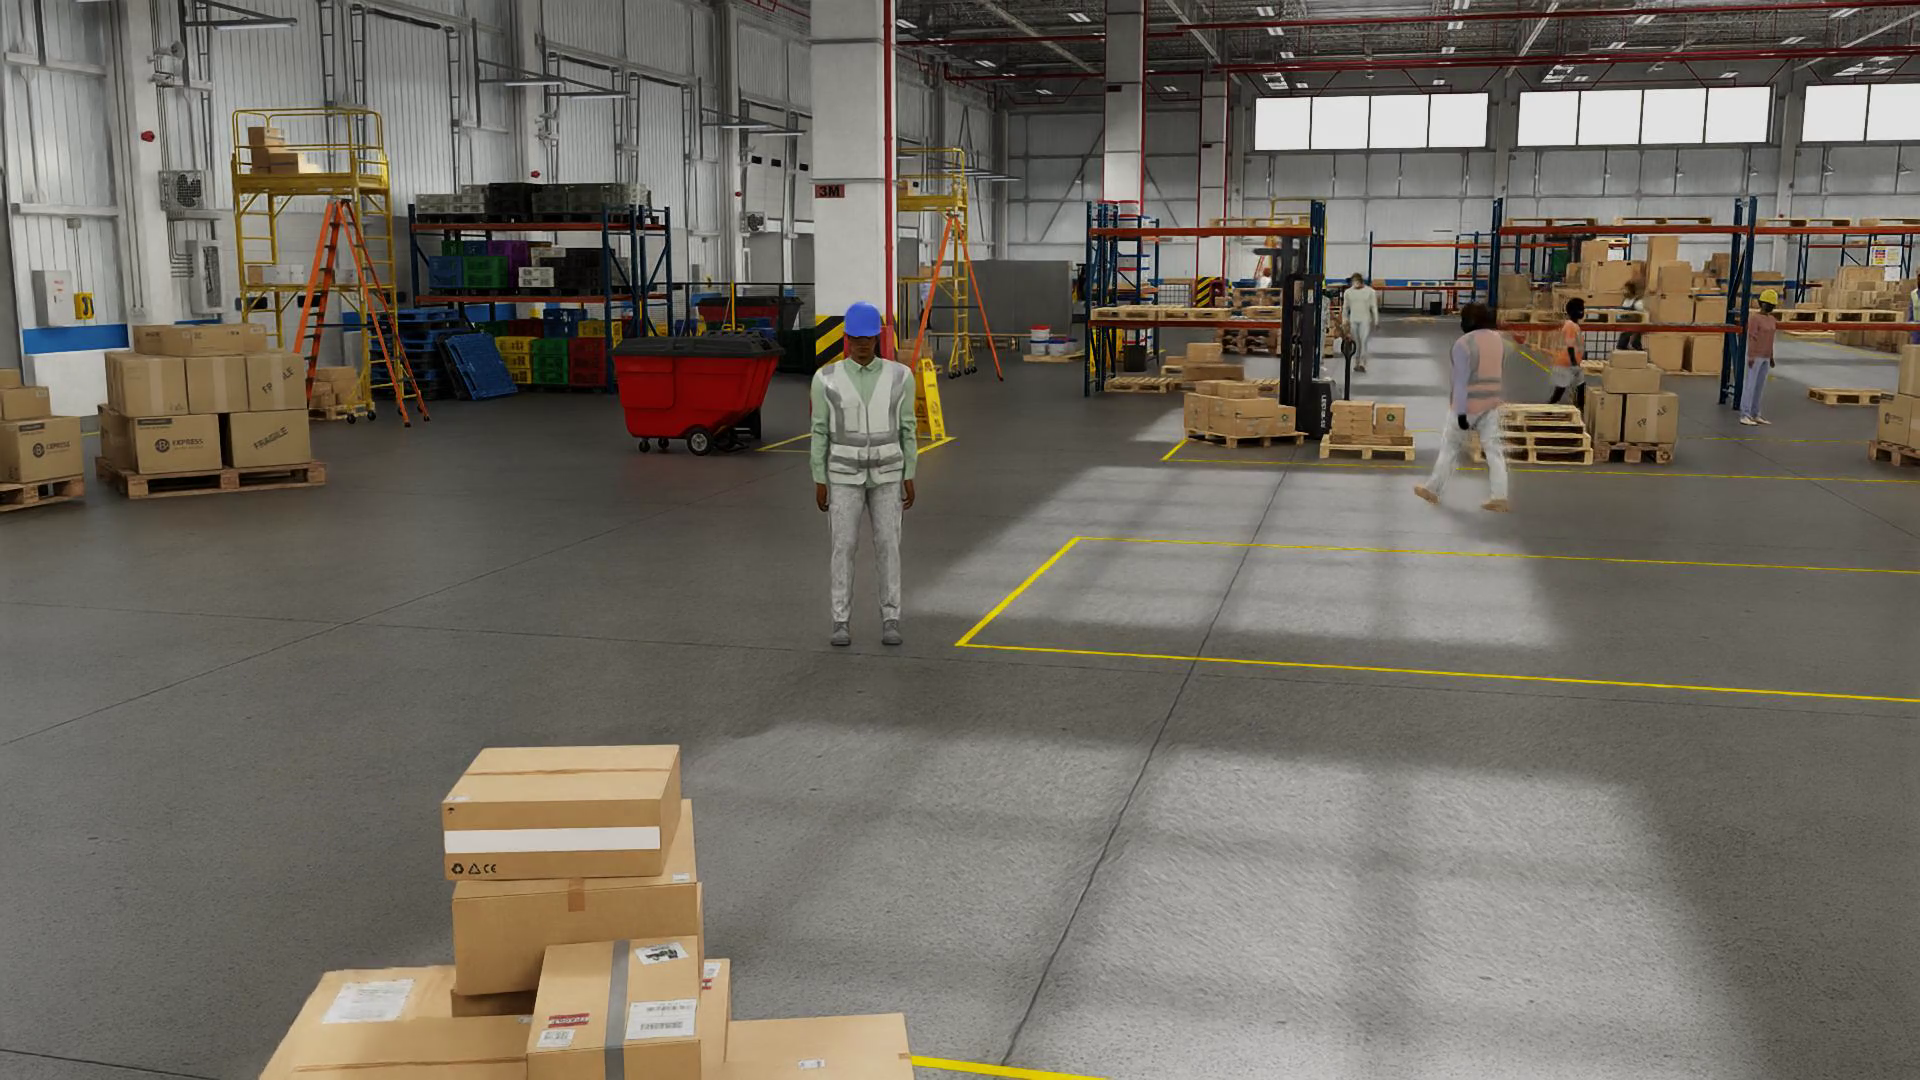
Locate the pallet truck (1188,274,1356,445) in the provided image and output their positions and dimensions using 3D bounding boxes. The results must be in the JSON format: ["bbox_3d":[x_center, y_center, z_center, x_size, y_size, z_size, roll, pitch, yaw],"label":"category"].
[{"bbox_3d":[3.653,-2.138,19.590,1.885,1.965,0.823,-4,10,-20],"label":"pallet truck"}]

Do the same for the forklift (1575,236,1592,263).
[{"bbox_3d":[19.314,-8.043,51.759,1.873,2.768,1.129,4,11,25],"label":"forklift"}]

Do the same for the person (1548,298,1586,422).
[{"bbox_3d":[7.734,-2.178,20.784,0.795,1.657,0.546,5,11,29],"label":"person"}]

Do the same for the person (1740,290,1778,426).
[{"bbox_3d":[10.439,-2.370,21.660,0.523,1.760,0.327,-6,11,-33],"label":"person"}]

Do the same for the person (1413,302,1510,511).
[{"bbox_3d":[4.442,-1.162,14.465,0.629,1.793,0.972,-5,11,-26],"label":"person"}]

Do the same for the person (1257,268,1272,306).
[{"bbox_3d":[9.264,-7.335,50.565,0.577,1.872,0.573,6,11,30],"label":"person"}]

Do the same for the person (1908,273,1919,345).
[{"bbox_3d":[18.240,-4.111,31.489,0.406,1.911,0.593,-3,10,-19],"label":"person"}]

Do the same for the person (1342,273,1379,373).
[{"bbox_3d":[7.634,-4.139,31.735,0.701,1.885,0.833,5,11,29],"label":"person"}]

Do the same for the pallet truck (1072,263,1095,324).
[{"bbox_3d":[4.325,-8.180,55.162,0.823,1.965,1.885,6,11,31],"label":"pallet truck"}]

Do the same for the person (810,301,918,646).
[{"bbox_3d":[-0.535,-0.361,9.315,0.601,1.939,0.413,-1,10,-9],"label":"person"}]

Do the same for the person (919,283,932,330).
[{"bbox_3d":[-0.981,-7.311,50.268,0.543,1.928,0.392,-8,13,-40],"label":"person"}]

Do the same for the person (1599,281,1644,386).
[{"bbox_3d":[11.162,-3.417,27.780,1.013,1.786,0.511,-5,11,-28],"label":"person"}]

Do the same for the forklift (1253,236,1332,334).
[{"bbox_3d":[9.214,-7.026,45.770,1.129,2.768,1.873,-9,13,-43],"label":"forklift"}]

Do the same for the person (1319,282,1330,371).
[{"bbox_3d":[6.894,-4.114,31.994,0.485,1.737,0.320,-3,10,-16],"label":"person"}]
